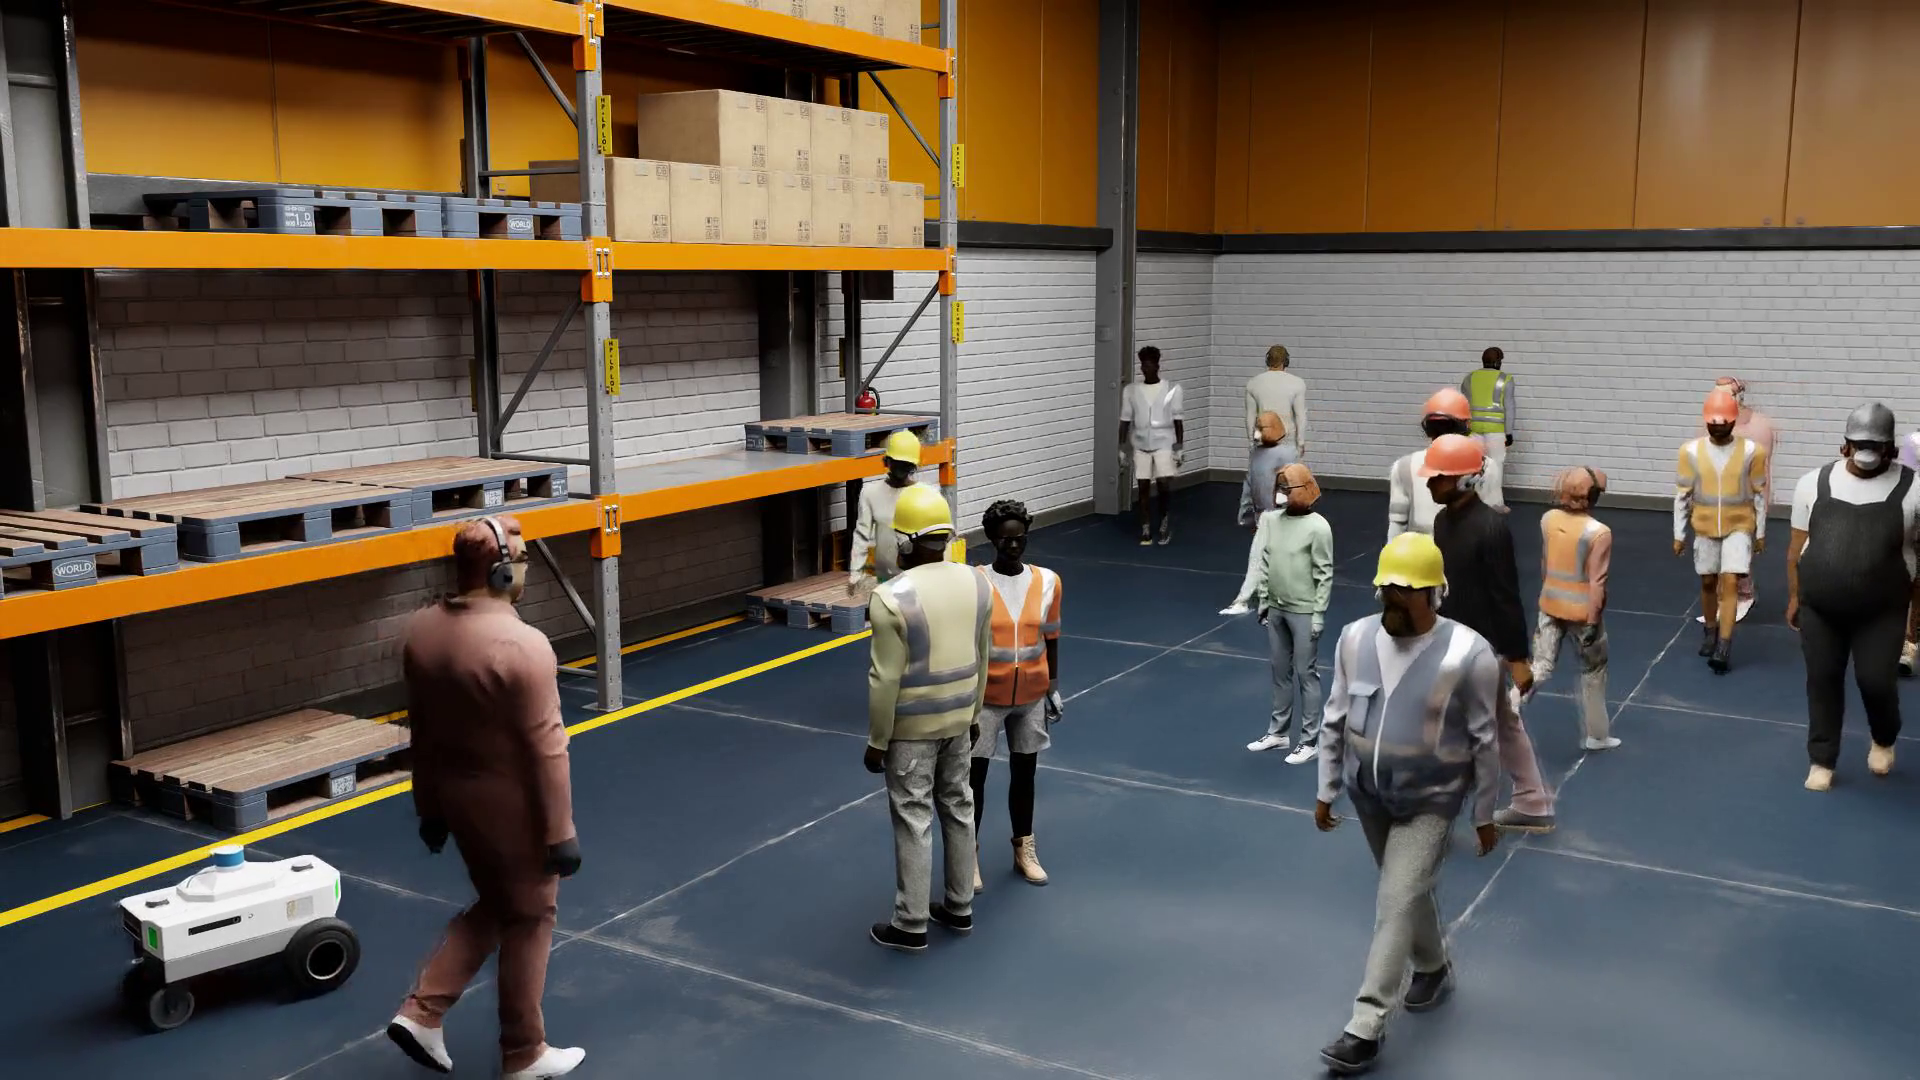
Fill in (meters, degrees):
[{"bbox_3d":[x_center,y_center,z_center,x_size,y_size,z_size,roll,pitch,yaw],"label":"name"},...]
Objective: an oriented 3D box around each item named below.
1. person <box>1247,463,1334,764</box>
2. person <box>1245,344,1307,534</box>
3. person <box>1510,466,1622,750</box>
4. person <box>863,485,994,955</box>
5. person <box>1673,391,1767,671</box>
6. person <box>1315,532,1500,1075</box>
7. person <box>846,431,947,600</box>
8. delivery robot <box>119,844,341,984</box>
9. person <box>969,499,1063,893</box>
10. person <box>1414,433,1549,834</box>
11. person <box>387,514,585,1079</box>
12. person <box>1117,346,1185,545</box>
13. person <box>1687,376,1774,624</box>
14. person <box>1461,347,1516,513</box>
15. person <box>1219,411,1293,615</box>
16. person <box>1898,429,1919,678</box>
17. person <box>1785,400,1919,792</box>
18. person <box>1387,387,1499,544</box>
[{"bbox_3d":[1.805,0.391,9.047,0.276,1.632,0.507,-5,11,-30],"label":"person"},{"bbox_3d":[3.184,-0.998,16.773,0.631,1.939,0.372,4,10,24],"label":"person"},{"bbox_3d":[3.312,0.392,9.112,0.785,1.613,0.513,-5,10,-28],"label":"person"},{"bbox_3d":[-0.143,0.698,6.509,0.587,1.833,0.404,-8,12,-43],"label":"person"},{"bbox_3d":[5.101,-0.068,11.207,0.565,1.865,0.942,6,11,32],"label":"person"},{"bbox_3d":[1.512,0.851,5.708,0.609,1.785,0.953,9,13,44],"label":"person"},{"bbox_3d":[-0.377,0.229,9.728,0.495,1.745,0.462,7,12,39],"label":"person"},{"bbox_3d":[-2.658,1.358,6.078,0.707,0.478,0.477,-9,13,-43],"label":"delivery robot"},{"bbox_3d":[0.193,0.663,7.151,0.530,1.697,0.321,-3,10,-17],"label":"person"},{"bbox_3d":[2.396,0.466,7.715,0.872,1.929,0.647,0,9,-3],"label":"person"},{"bbox_3d":[-1.496,0.864,5.298,0.648,1.891,0.514,8,12,42],"label":"person"},{"bbox_3d":[1.846,-0.902,16.123,0.650,1.950,0.476,3,10,17],"label":"person"},{"bbox_3d":[5.729,-0.289,12.489,0.427,1.886,0.654,-3,10,-18],"label":"person"},{"bbox_3d":[5.848,-1.212,18.405,0.430,1.844,0.623,-9,13,-43],"label":"person"},{"bbox_3d":[2.434,-0.222,13.043,0.873,1.597,0.508,-3,10,-20],"label":"person"},{"bbox_3d":[6.475,-0.086,10.931,0.629,1.987,1.073,8,12,42],"label":"person"},{"bbox_3d":[4.564,0.277,8.494,0.684,2.000,0.581,7,12,39],"label":"person"},{"bbox_3d":[2.664,0.159,9.315,0.612,2.020,0.815,7,12,39],"label":"person"}]
